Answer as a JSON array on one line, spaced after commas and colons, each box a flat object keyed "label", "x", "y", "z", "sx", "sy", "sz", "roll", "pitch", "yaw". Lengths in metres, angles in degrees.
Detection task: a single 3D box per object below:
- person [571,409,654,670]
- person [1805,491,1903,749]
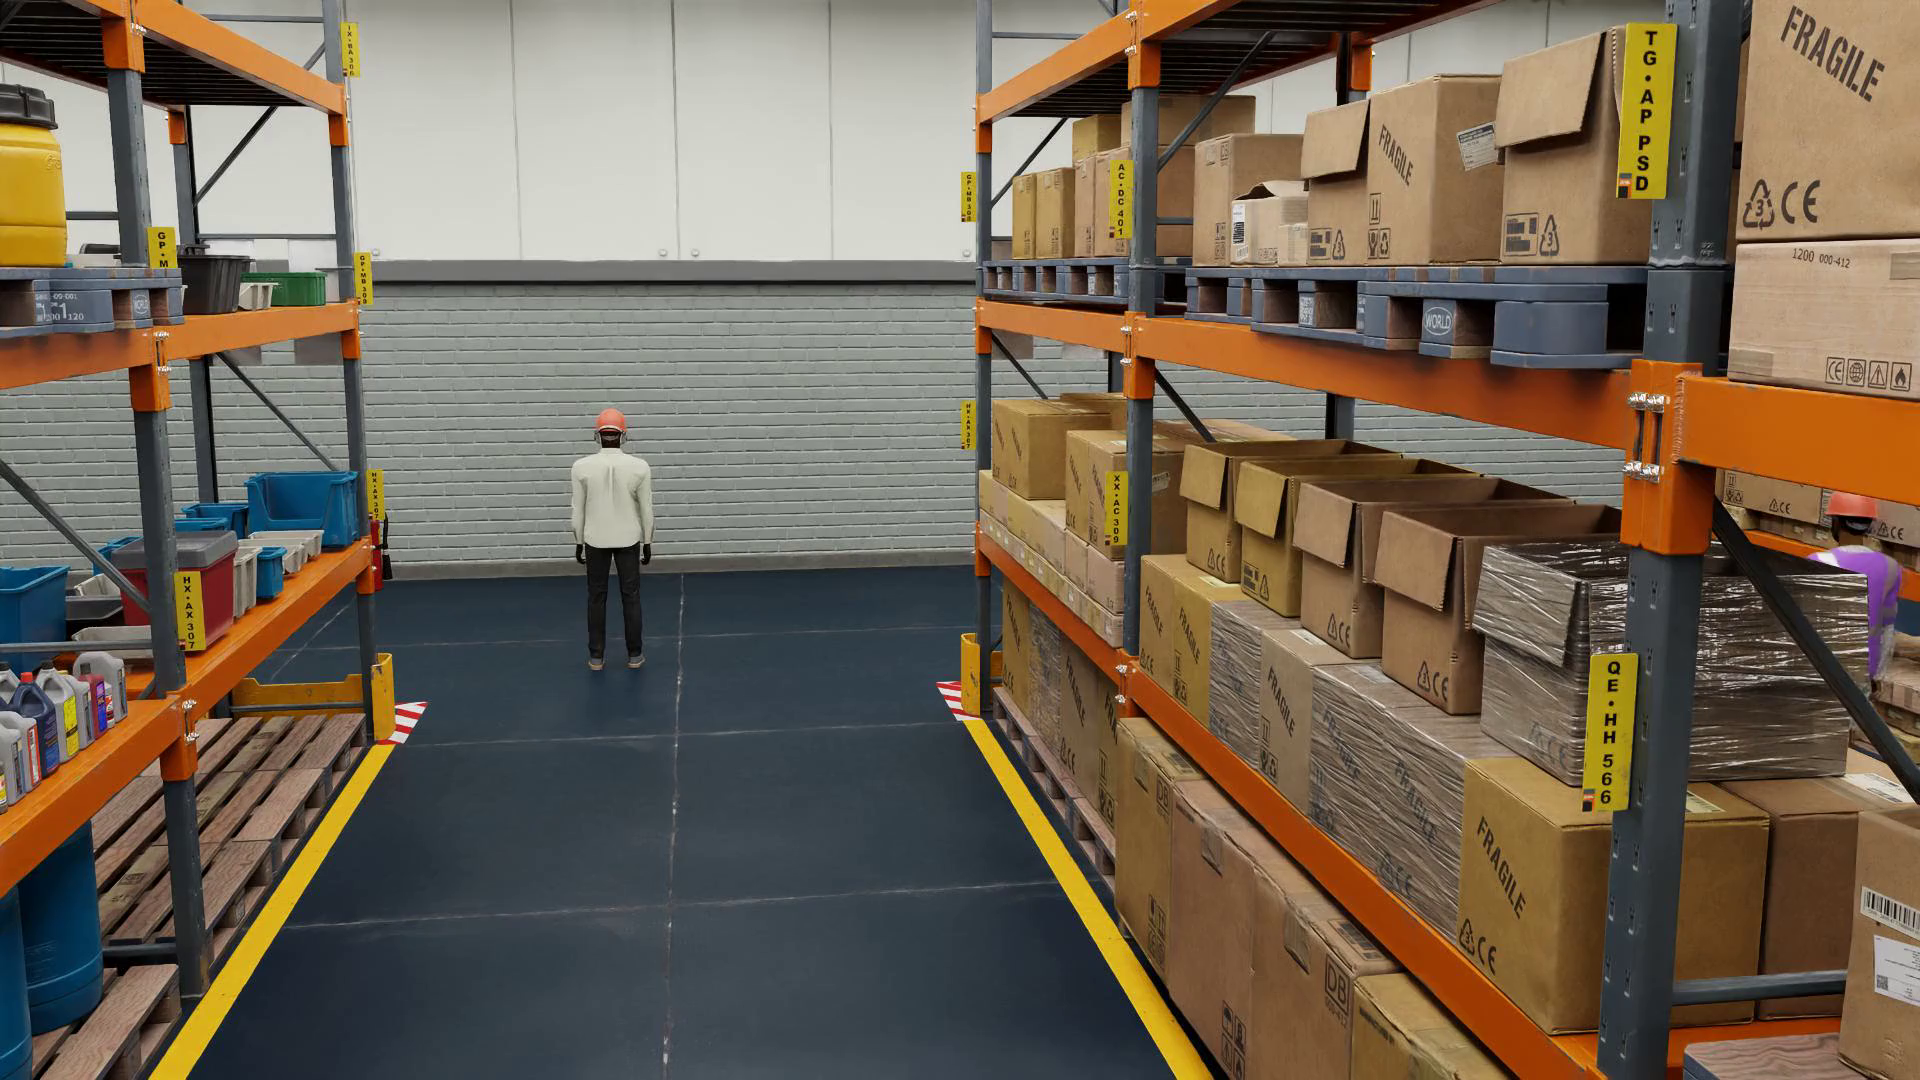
[{"label": "person", "x": -2.642, "y": -0.003, "z": 12.680, "sx": 0.610, "sy": 1.988, "sz": 0.402, "roll": -2, "pitch": 9, "yaw": -13}, {"label": "person", "x": 4.615, "y": 0.666, "z": 8.739, "sx": 0.578, "sy": 1.925, "sz": 0.433, "roll": -1, "pitch": 9, "yaw": -5}]
